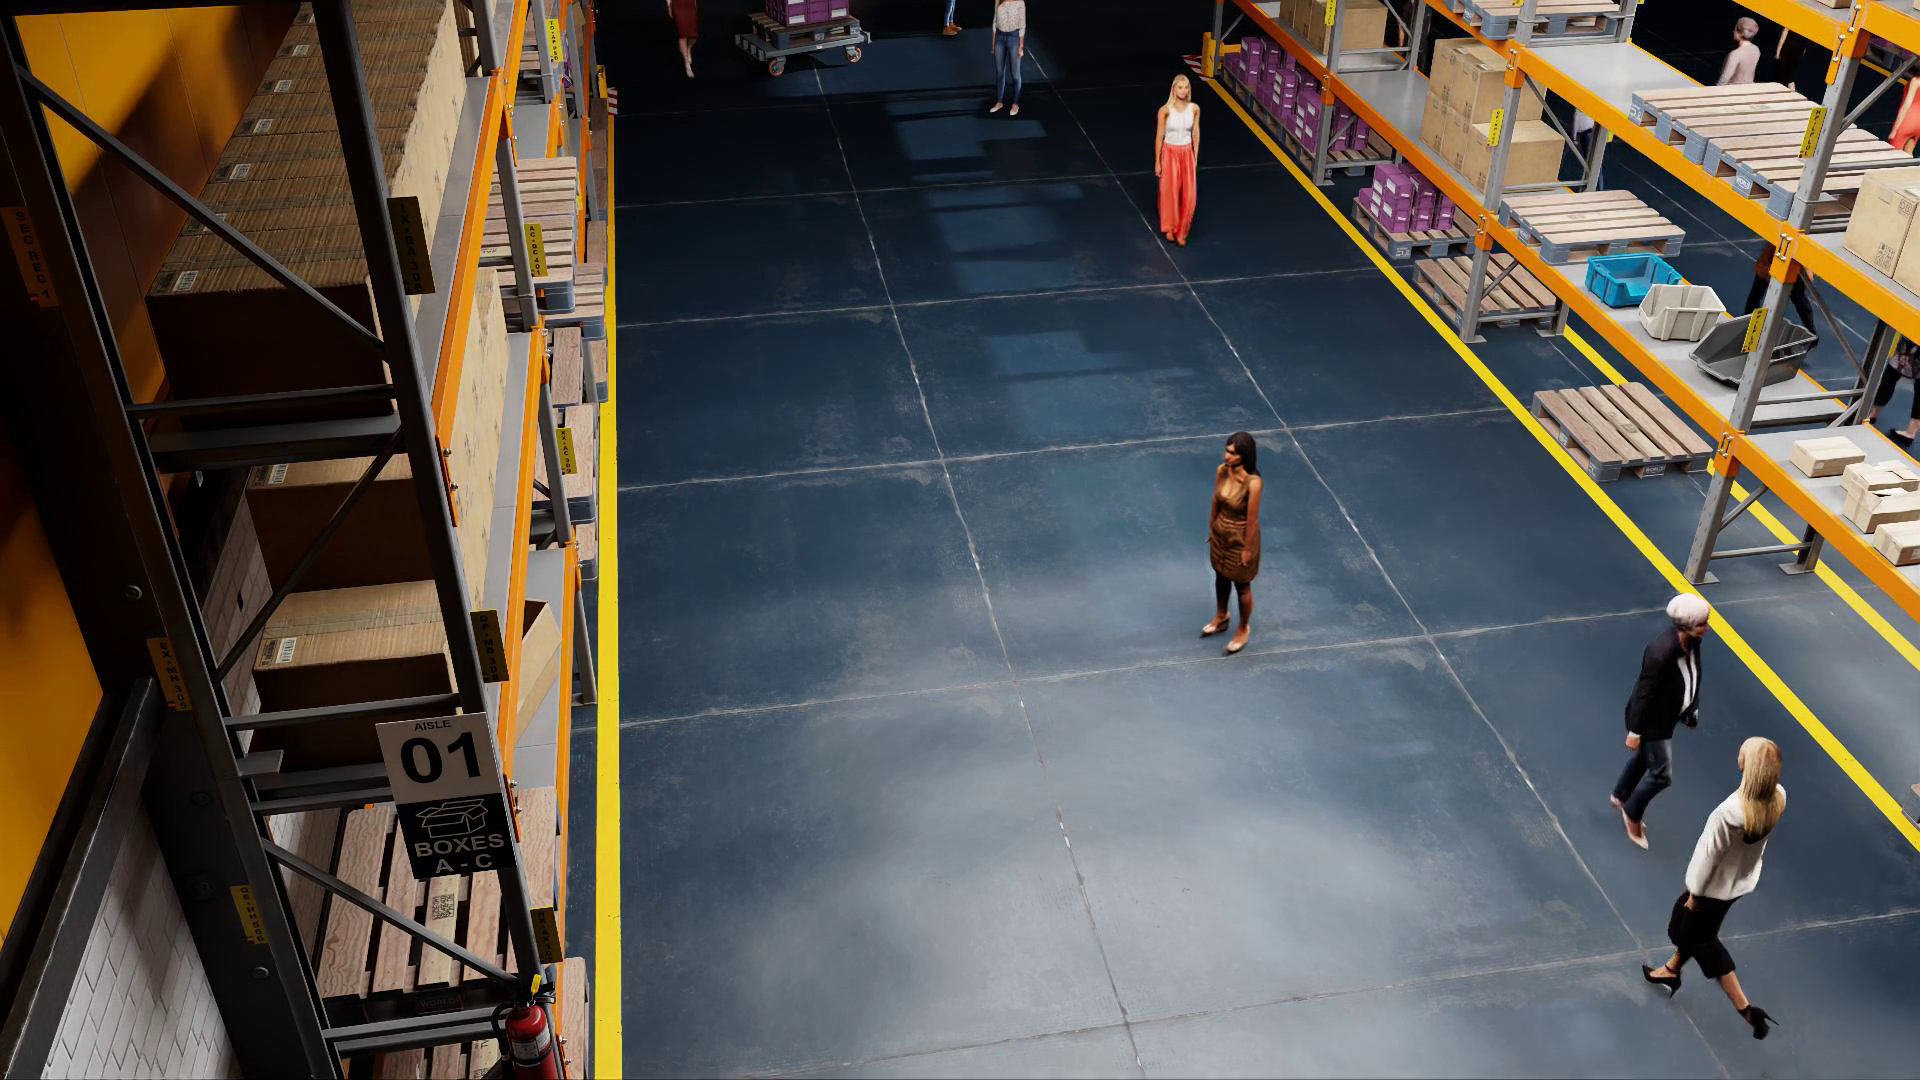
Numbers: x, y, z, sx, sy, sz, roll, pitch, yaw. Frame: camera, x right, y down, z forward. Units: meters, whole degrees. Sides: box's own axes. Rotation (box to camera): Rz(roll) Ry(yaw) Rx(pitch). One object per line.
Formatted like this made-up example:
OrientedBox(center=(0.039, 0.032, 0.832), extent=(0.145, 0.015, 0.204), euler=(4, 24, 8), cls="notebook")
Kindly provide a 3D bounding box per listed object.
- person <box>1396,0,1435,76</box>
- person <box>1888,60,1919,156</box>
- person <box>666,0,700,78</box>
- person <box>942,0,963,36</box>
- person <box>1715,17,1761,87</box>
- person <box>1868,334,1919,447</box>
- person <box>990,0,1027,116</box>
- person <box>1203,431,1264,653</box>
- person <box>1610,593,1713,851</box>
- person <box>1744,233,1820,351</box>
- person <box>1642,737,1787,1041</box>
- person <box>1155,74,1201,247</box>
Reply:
OrientedBox(center=(5.546, -6.145, 20.582), extent=(0.682, 1.674, 1.079), euler=(-8, 35, -12), cls="person")
OrientedBox(center=(10.310, -4.495, 18.059), extent=(0.635, 1.718, 0.620), euler=(-17, 37, -24), cls="person")
OrientedBox(center=(-3.644, -6.946, 21.728), extent=(0.690, 1.739, 0.757), euler=(-15, 36, -21), cls="person")
OrientedBox(center=(-0.132, -7.761, 23.398), extent=(0.620, 1.248, 0.528), euler=(11, 35, 16), cls="person")
OrientedBox(center=(8.613, -4.788, 18.384), extent=(0.951, 1.848, 1.066), euler=(-26, 41, -33), cls="person")
OrientedBox(center=(7.978, -1.511, 13.660), extent=(0.667, 1.620, 0.861), euler=(-8, 34, -12), cls="person")
OrientedBox(center=(0.597, -6.146, 20.535), extent=(0.654, 1.728, 0.676), euler=(14, 36, 20), cls="person")
OrientedBox(center=(1.882, 0.001, 11.327), extent=(0.699, 1.684, 0.589), euler=(-23, 40, -30), cls="person")
OrientedBox(center=(4.071, 0.994, 9.780), extent=(0.874, 1.767, 0.820), euler=(-24, 40, -31), cls="person")
OrientedBox(center=(7.619, -2.507, 15.105), extent=(0.843, 1.680, 1.226), euler=(-11, 35, -16), cls="person")
OrientedBox(center=(3.938, 1.817, 8.457), extent=(0.856, 1.836, 1.108), euler=(-17, 37, -24), cls="person")
OrientedBox(center=(2.201, -3.952, 17.183), extent=(0.651, 1.784, 0.841), euler=(-4, 34, -5), cls="person")
